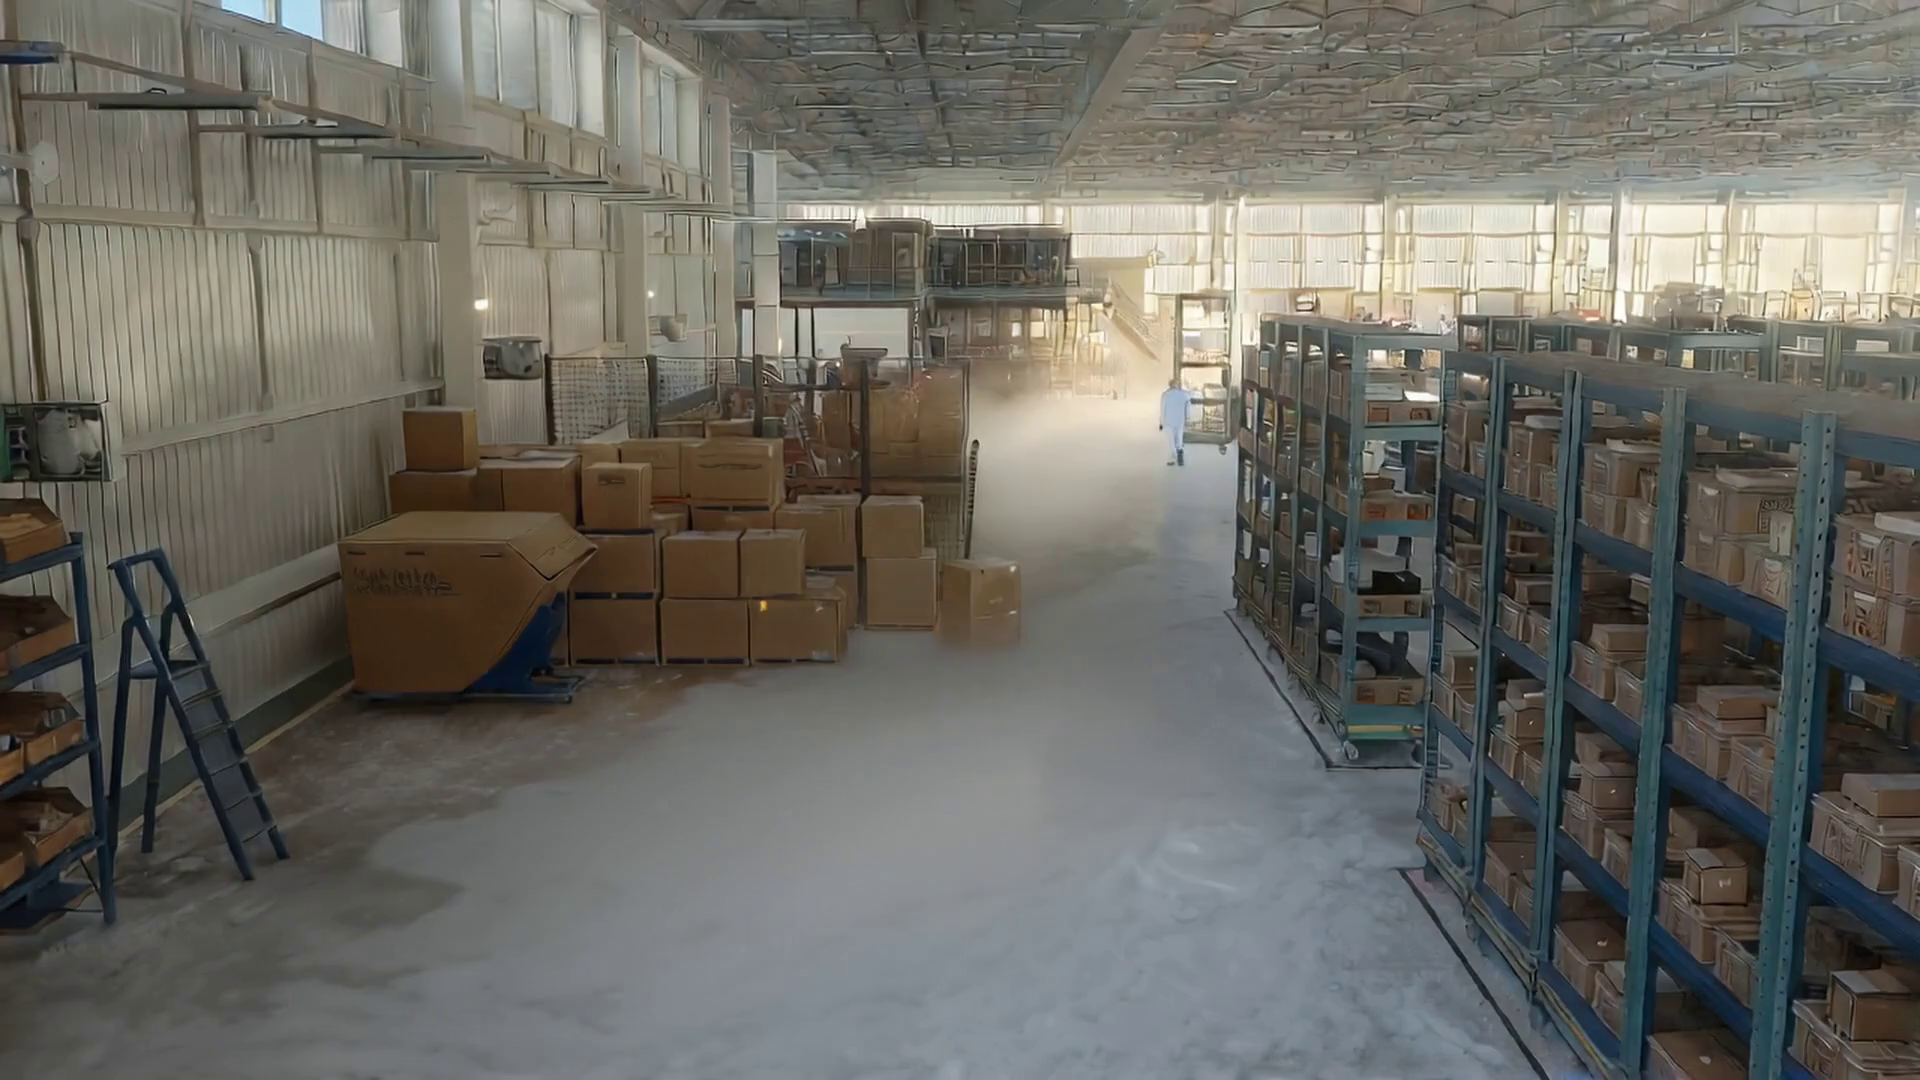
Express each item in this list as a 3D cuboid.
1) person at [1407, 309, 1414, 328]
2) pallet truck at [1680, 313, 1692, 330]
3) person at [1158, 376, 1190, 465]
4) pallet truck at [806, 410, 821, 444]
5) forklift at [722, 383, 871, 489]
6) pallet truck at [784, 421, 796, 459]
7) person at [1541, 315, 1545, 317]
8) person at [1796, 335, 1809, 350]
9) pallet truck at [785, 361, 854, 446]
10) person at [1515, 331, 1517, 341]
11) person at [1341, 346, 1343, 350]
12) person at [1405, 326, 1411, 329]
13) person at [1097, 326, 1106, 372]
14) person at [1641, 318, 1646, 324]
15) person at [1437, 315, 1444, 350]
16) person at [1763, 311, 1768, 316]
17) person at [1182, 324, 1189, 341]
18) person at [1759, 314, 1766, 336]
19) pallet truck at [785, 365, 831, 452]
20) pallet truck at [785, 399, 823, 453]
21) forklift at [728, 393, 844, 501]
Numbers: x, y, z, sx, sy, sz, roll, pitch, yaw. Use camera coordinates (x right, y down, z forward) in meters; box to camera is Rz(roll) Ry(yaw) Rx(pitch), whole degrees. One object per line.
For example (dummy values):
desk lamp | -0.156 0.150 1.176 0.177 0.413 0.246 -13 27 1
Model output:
person | 25.592 -12.173 94.620 0.398 1.918 0.586 5 10 28
pallet truck | 36.315 -10.531 84.244 0.823 1.965 1.885 -6 11 -33
person | 4.507 -2.512 35.086 0.671 1.893 0.451 -1 9 -4
pallet truck | -3.559 -2.018 33.905 1.522 1.261 0.704 0 9 -1
forklift | -2.893 -1.687 28.729 2.680 1.987 1.157 0 9 -1
pallet truck | -4.013 -1.793 32.705 1.601 1.201 0.680 0 9 1
person | 30.239 -10.776 86.376 0.946 1.790 0.650 1 9 6
person | 33.207 -7.454 65.653 0.538 1.869 0.312 9 13 43
pallet truck | -3.410 -3.193 38.978 1.885 1.965 0.823 0 9 -1
person | 27.043 -9.856 80.492 0.508 1.865 0.329 -7 12 -38
person | 14.797 -7.247 64.355 0.973 1.868 0.626 -2 9 -10
person | 17.659 -7.471 65.599 1.003 1.909 0.631 1 9 9
person | 5.768 -7.780 67.785 0.351 1.837 0.502 -2 9 -11
person | 33.169 -9.868 80.655 0.979 1.838 0.584 7 12 38
person | 23.399 -9.974 80.987 0.355 1.937 0.635 1 9 8
person | 43.647 -11.494 90.430 0.543 1.915 0.503 -5 10 -27
person | 13.089 -12.485 96.884 0.839 1.806 0.636 -9 13 -43
person | 40.701 -10.502 84.428 0.607 1.868 1.008 -6 11 -32
pallet truck | -3.774 -2.976 37.635 1.885 1.965 0.823 1 9 5
pallet truck | -3.814 -2.432 36.419 1.630 1.274 0.653 0 9 1
forklift | -2.979 -1.316 26.476 2.680 1.987 1.157 0 9 1
